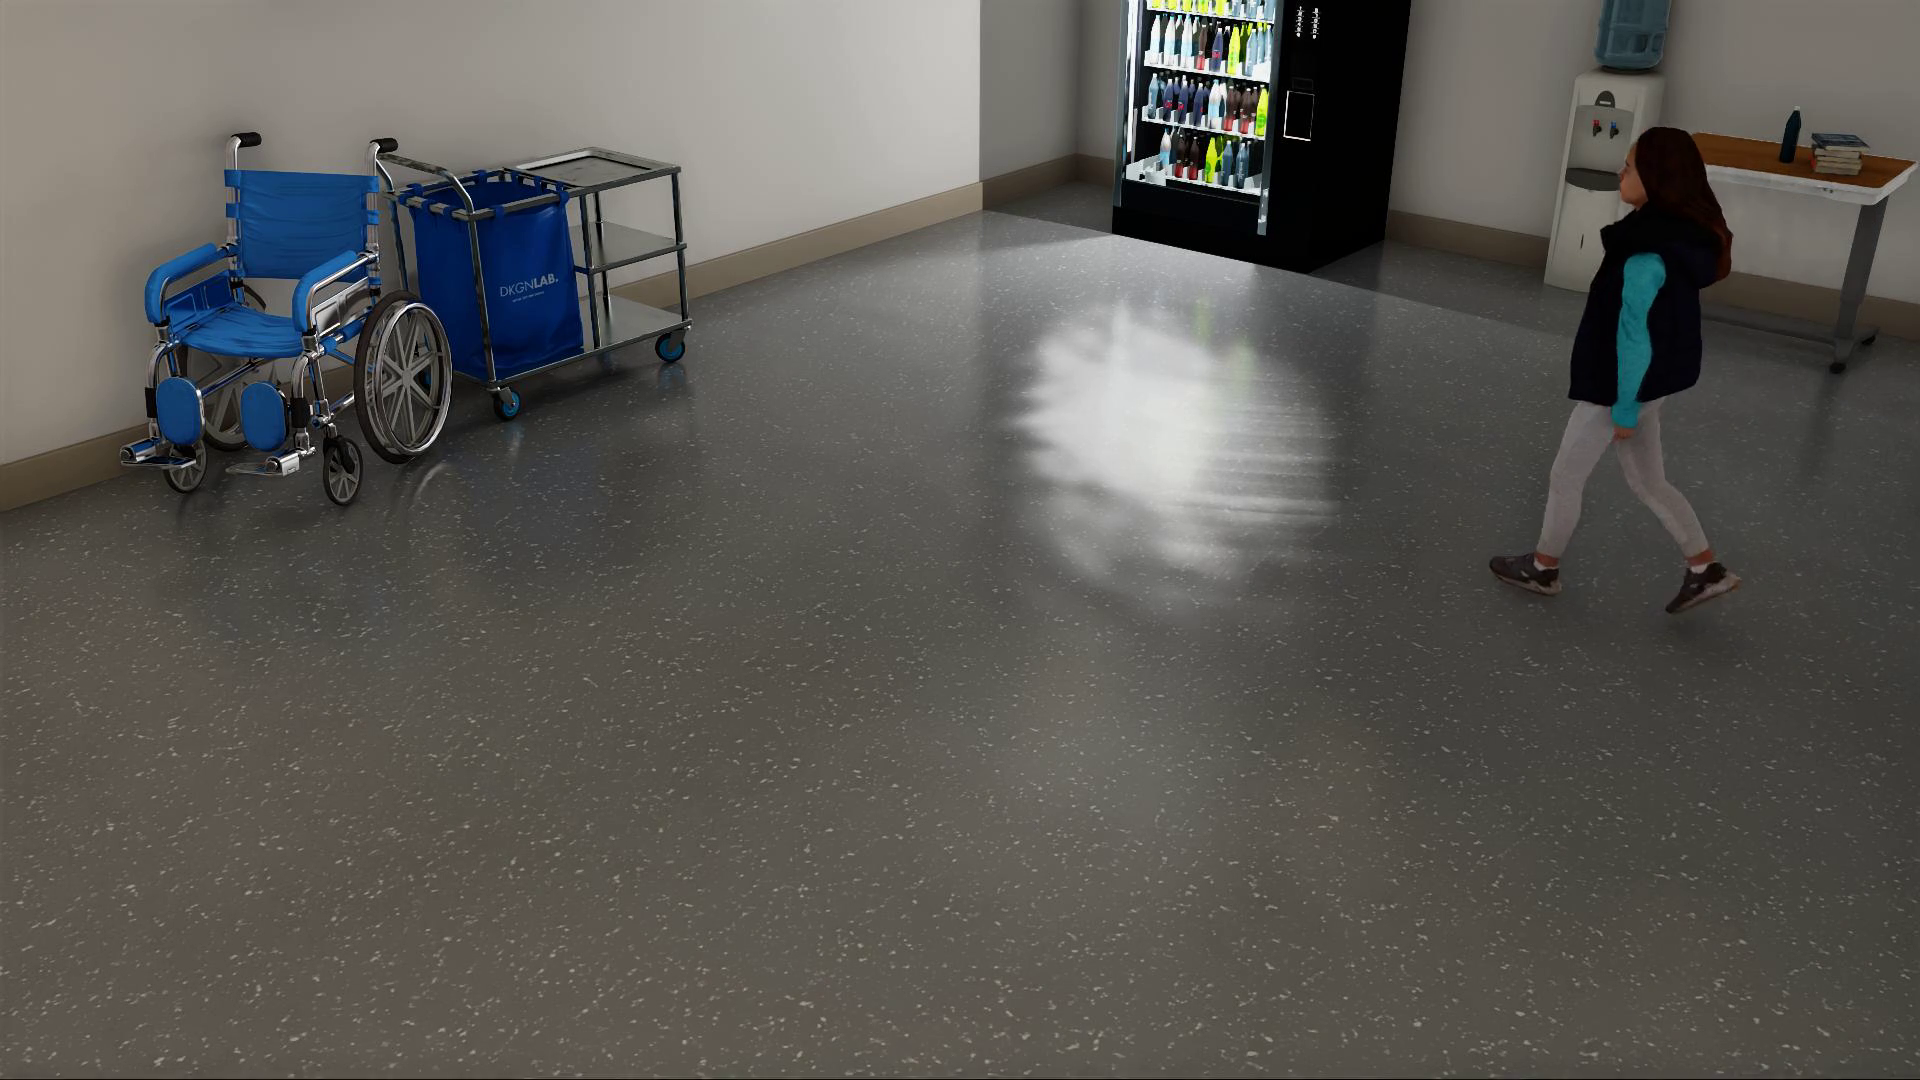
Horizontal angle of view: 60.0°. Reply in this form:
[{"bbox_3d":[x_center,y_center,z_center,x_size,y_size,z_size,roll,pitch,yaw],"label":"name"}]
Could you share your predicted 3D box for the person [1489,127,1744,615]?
[{"bbox_3d":[2.040,-0.451,4.891,0.956,1.480,0.582,18,31,33],"label":"person"}]
